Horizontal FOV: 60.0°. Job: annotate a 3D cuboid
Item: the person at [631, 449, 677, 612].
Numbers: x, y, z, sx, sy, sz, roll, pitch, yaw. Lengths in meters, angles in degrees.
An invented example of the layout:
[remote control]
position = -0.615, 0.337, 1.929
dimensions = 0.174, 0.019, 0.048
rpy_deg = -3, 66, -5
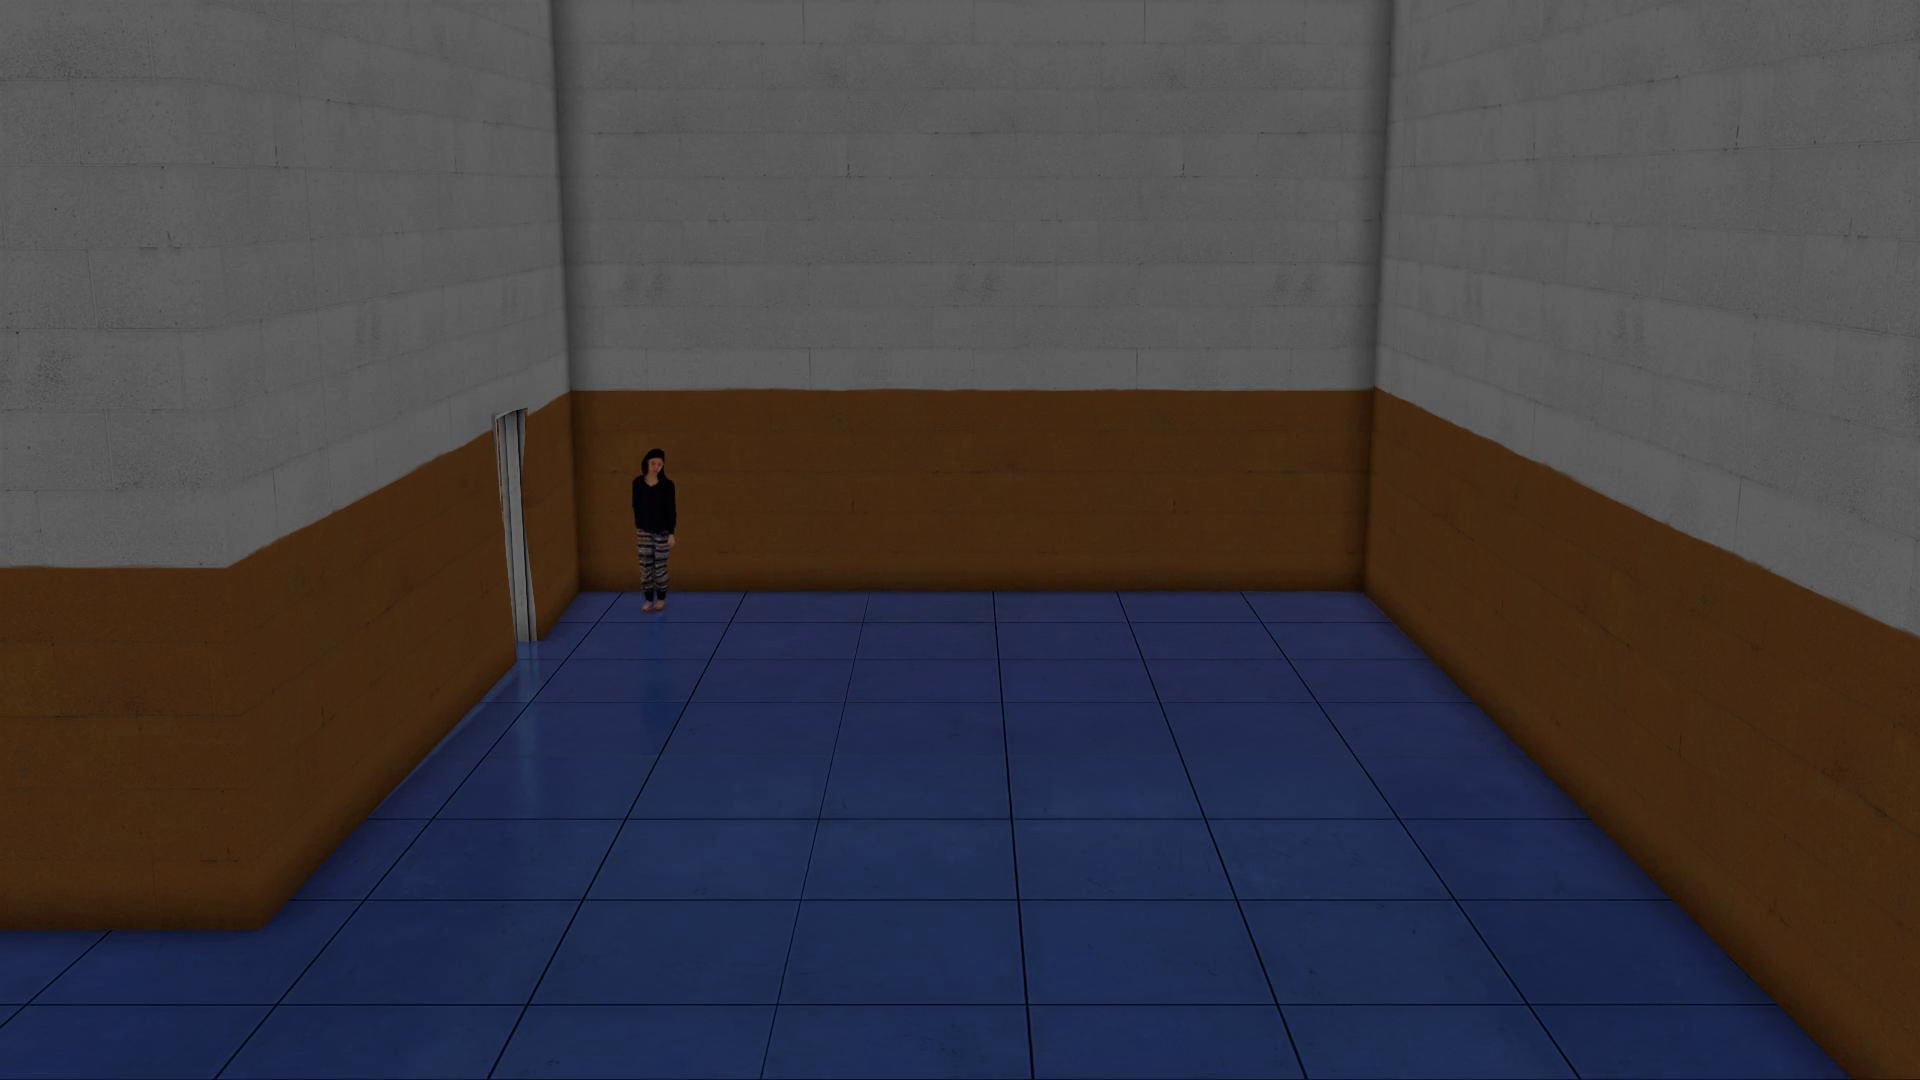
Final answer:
[person]
position = -3.114, -0.101, 16.965
dimensions = 0.637, 1.693, 0.697
rpy_deg = 3, 12, 13
